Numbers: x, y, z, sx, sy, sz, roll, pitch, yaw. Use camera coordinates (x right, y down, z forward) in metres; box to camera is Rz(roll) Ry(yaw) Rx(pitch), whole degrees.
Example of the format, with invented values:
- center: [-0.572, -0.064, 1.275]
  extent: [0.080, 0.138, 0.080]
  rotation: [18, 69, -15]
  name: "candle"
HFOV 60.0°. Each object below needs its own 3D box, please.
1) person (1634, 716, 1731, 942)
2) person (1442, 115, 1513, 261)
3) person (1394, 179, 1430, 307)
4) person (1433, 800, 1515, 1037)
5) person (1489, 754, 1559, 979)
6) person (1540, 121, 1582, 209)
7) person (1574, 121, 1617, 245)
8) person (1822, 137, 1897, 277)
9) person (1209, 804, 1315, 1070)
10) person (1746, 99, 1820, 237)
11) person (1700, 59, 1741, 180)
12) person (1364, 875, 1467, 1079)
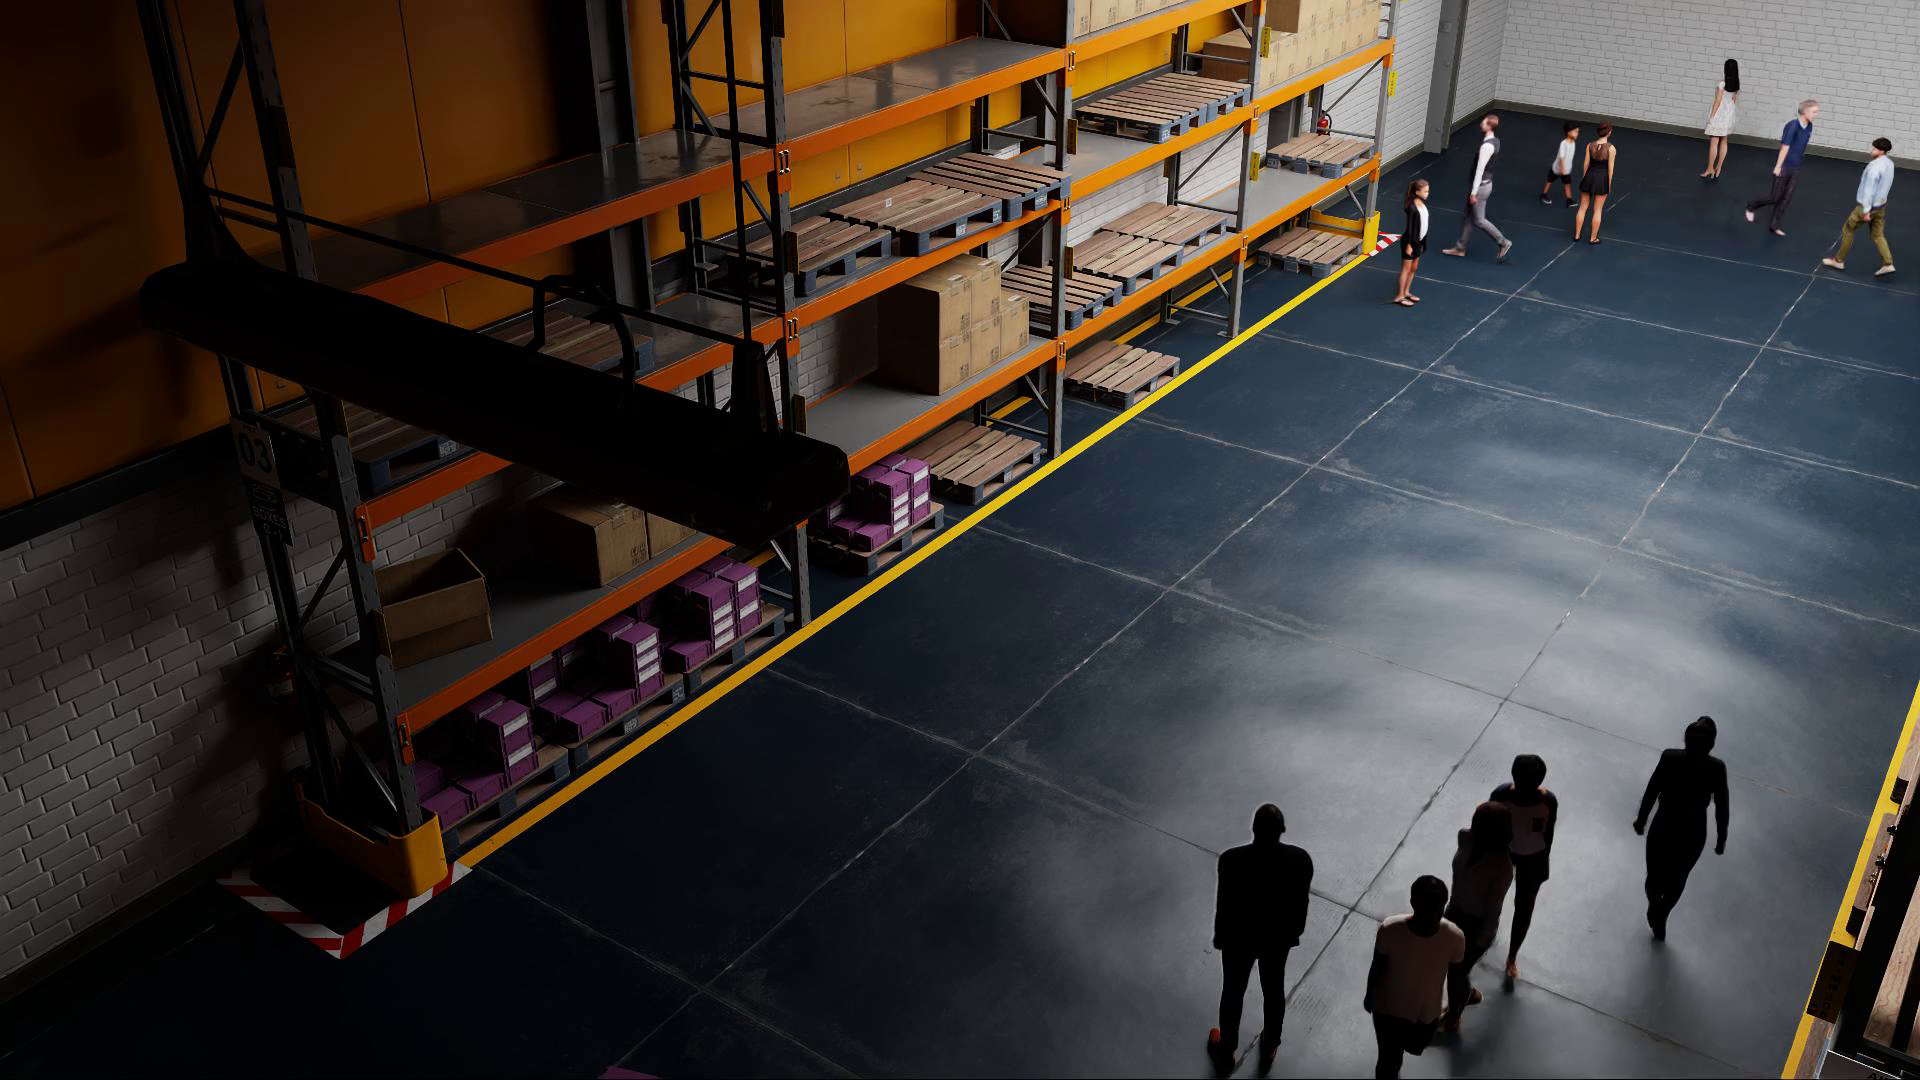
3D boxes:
- center: [4.437, 1.786, 10.351]
  extent: [0.773, 1.696, 0.752]
  rotation: [4, 29, 8]
  name: "person"
- center: [6.923, -4.591, 21.819]
  extent: [0.858, 1.910, 1.112]
  rotation: [13, 31, 22]
  name: "person"
- center: [5.580, -3.691, 20.538]
  extent: [0.617, 1.556, 0.540]
  rotation: [24, 37, 37]
  name: "person"
- center: [3.010, 2.183, 9.543]
  extent: [0.824, 1.774, 0.772]
  rotation: [-7, 29, -13]
  name: "person"
- center: [3.468, 1.899, 10.322]
  extent: [0.713, 1.527, 0.936]
  rotation: [10, 30, 17]
  name: "person"
- center: [8.681, -5.447, 24.112]
  extent: [0.902, 1.216, 0.802]
  rotation: [-15, 32, -25]
  name: "person"
- center: [8.617, -4.854, 22.548]
  extent: [0.584, 1.673, 0.572]
  rotation: [22, 35, 34]
  name: "person"
- center: [11.755, -4.227, 21.295]
  extent: [1.203, 1.773, 1.052]
  rotation: [-15, 32, -26]
  name: "person"
- center: [1.681, 2.239, 9.393]
  extent: [0.789, 1.818, 0.824]
  rotation: [-2, 29, -3]
  name: "person"
- center: [11.321, -5.144, 22.904]
  extent: [0.958, 1.841, 0.980]
  rotation: [-11, 30, -19]
  name: "person"
- center: [11.573, -6.402, 25.280]
  extent: [0.751, 1.774, 0.834]
  rotation: [-11, 30, -19]
  name: "person"
- center: [2.454, 2.468, 9.106]
  extent: [0.968, 1.692, 1.164]
  rotation: [3, 29, 5]
  name: "person"
